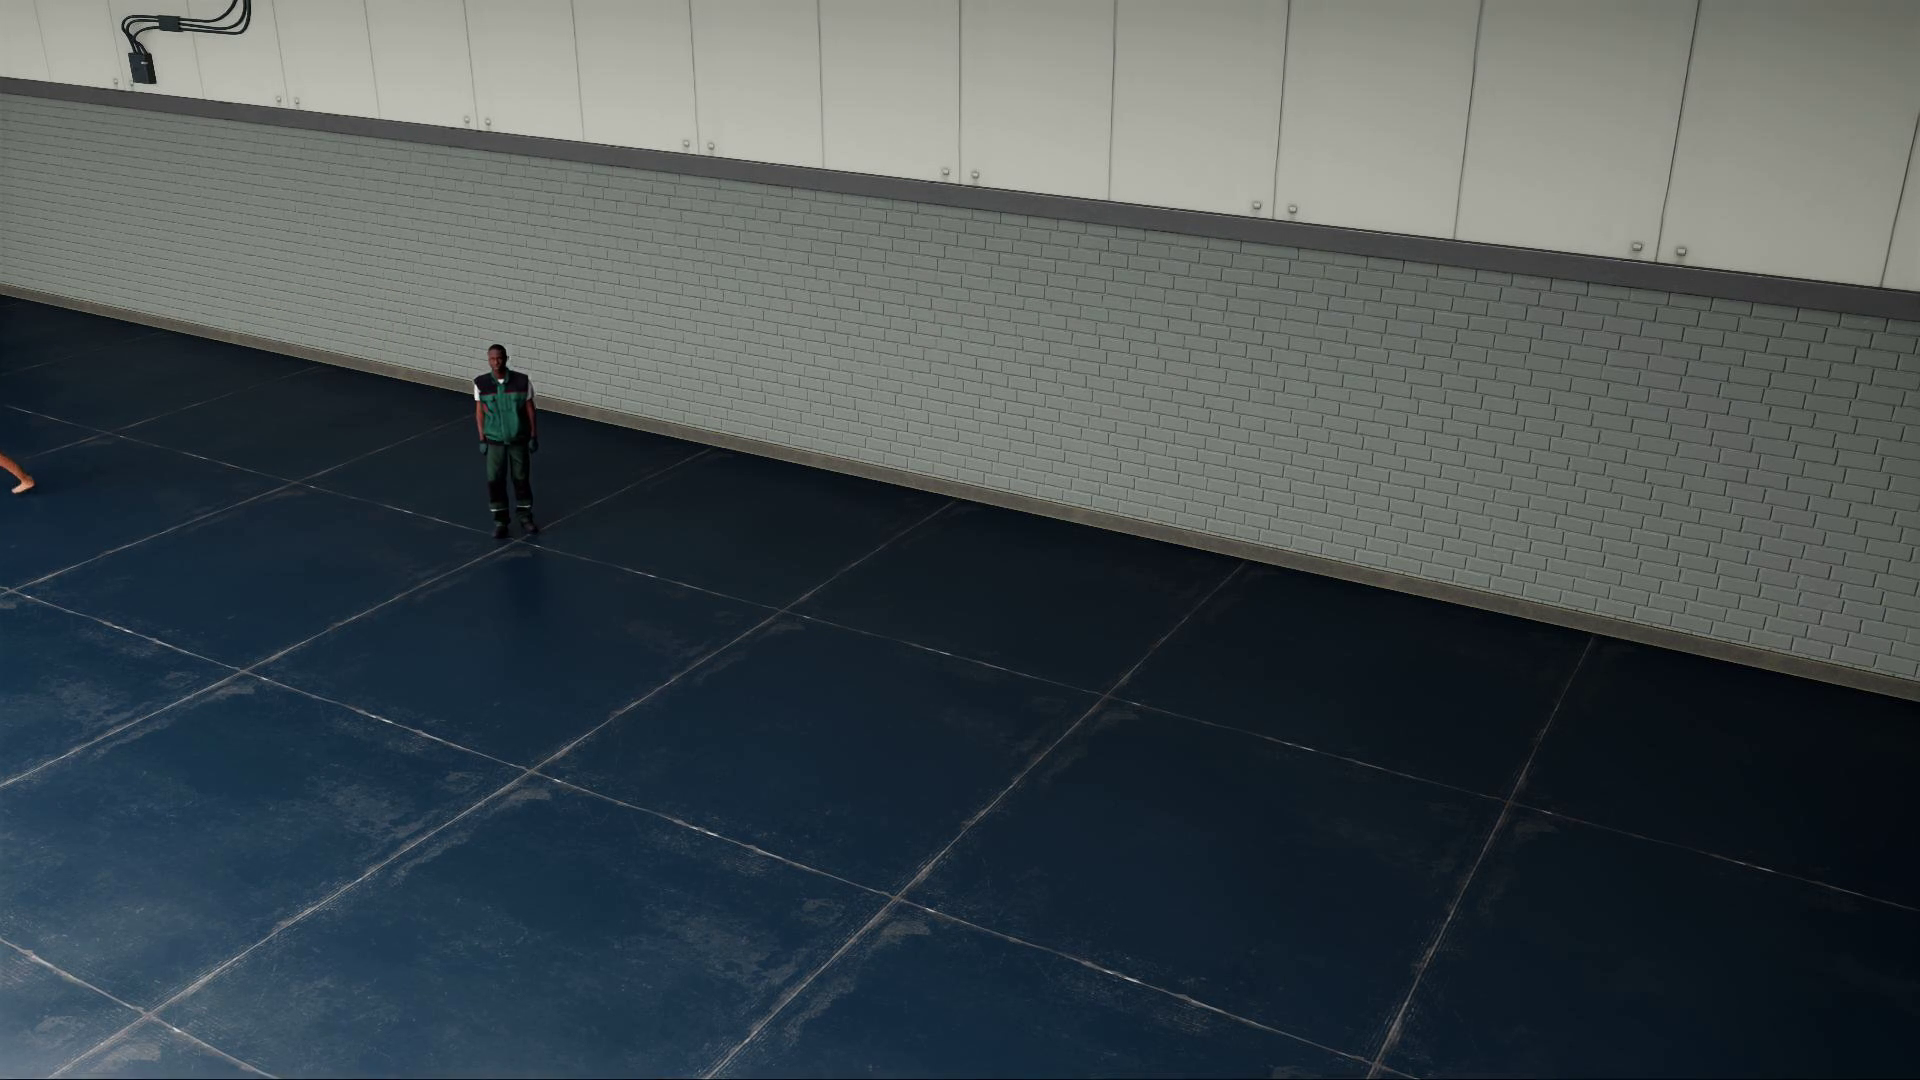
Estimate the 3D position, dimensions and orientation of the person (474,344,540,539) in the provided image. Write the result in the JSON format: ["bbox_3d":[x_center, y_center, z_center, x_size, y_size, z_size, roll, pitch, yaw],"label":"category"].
[{"bbox_3d":[-4.128,-0.928,15.199,0.821,1.832,0.877,-7,24,-15],"label":"person"}]
